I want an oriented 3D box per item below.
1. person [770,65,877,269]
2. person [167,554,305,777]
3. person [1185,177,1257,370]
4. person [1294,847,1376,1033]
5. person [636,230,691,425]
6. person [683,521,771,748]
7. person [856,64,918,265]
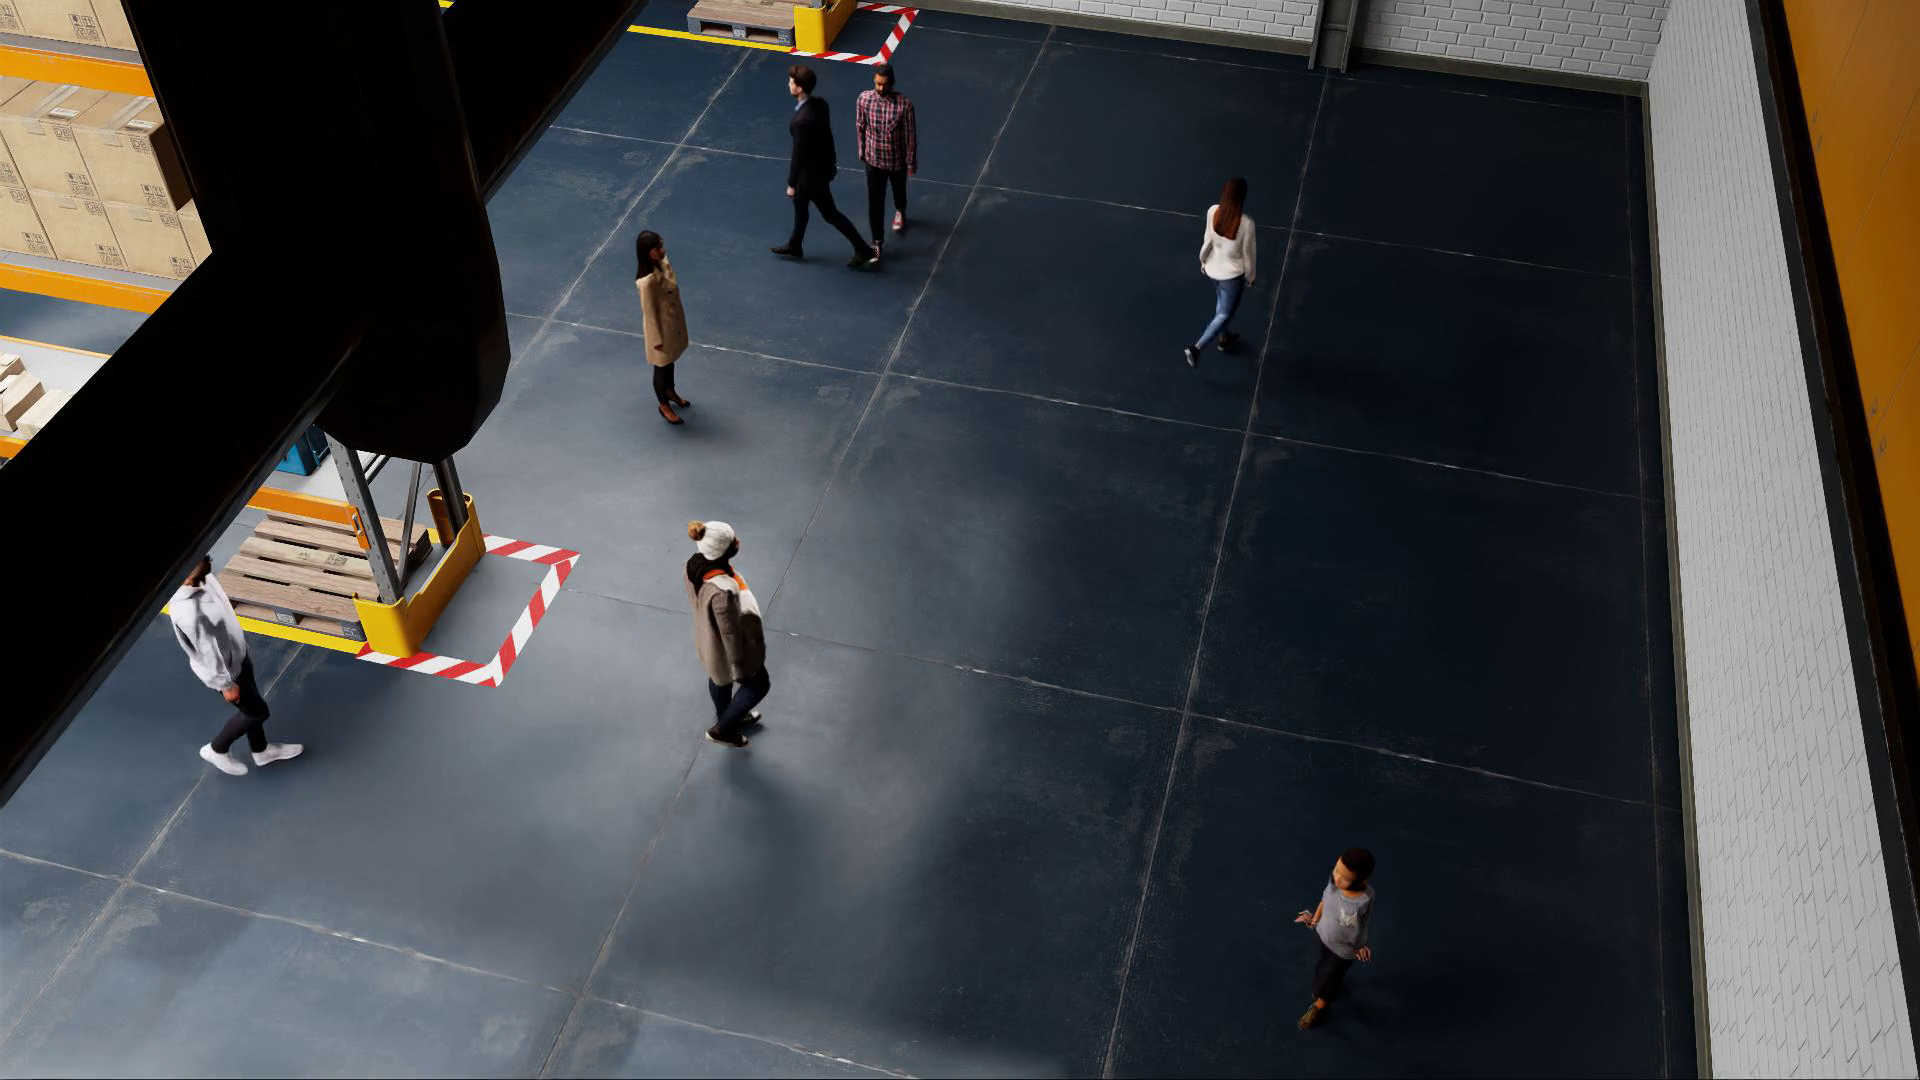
[{"bbox_3d":[-1.158,-3.132,14.215,1.229,1.858,0.737,8,44,8],"label":"person"},{"bbox_3d":[-4.573,0.756,10.097,0.967,1.910,0.896,-9,44,-9],"label":"person"},{"bbox_3d":[2.091,-2.093,13.262,1.013,1.670,1.057,-35,53,-31],"label":"person"},{"bbox_3d":[2.125,2.076,9.050,0.818,1.444,0.757,-25,49,-24],"label":"person"},{"bbox_3d":[-2.294,-1.645,12.782,0.535,1.682,0.646,8,44,8],"label":"person"},{"bbox_3d":[-1.537,0.619,10.260,0.925,1.882,0.865,-21,48,-21],"label":"person"},{"bbox_3d":[-0.616,-3.393,14.586,1.091,1.725,0.866,6,44,6],"label":"person"}]
